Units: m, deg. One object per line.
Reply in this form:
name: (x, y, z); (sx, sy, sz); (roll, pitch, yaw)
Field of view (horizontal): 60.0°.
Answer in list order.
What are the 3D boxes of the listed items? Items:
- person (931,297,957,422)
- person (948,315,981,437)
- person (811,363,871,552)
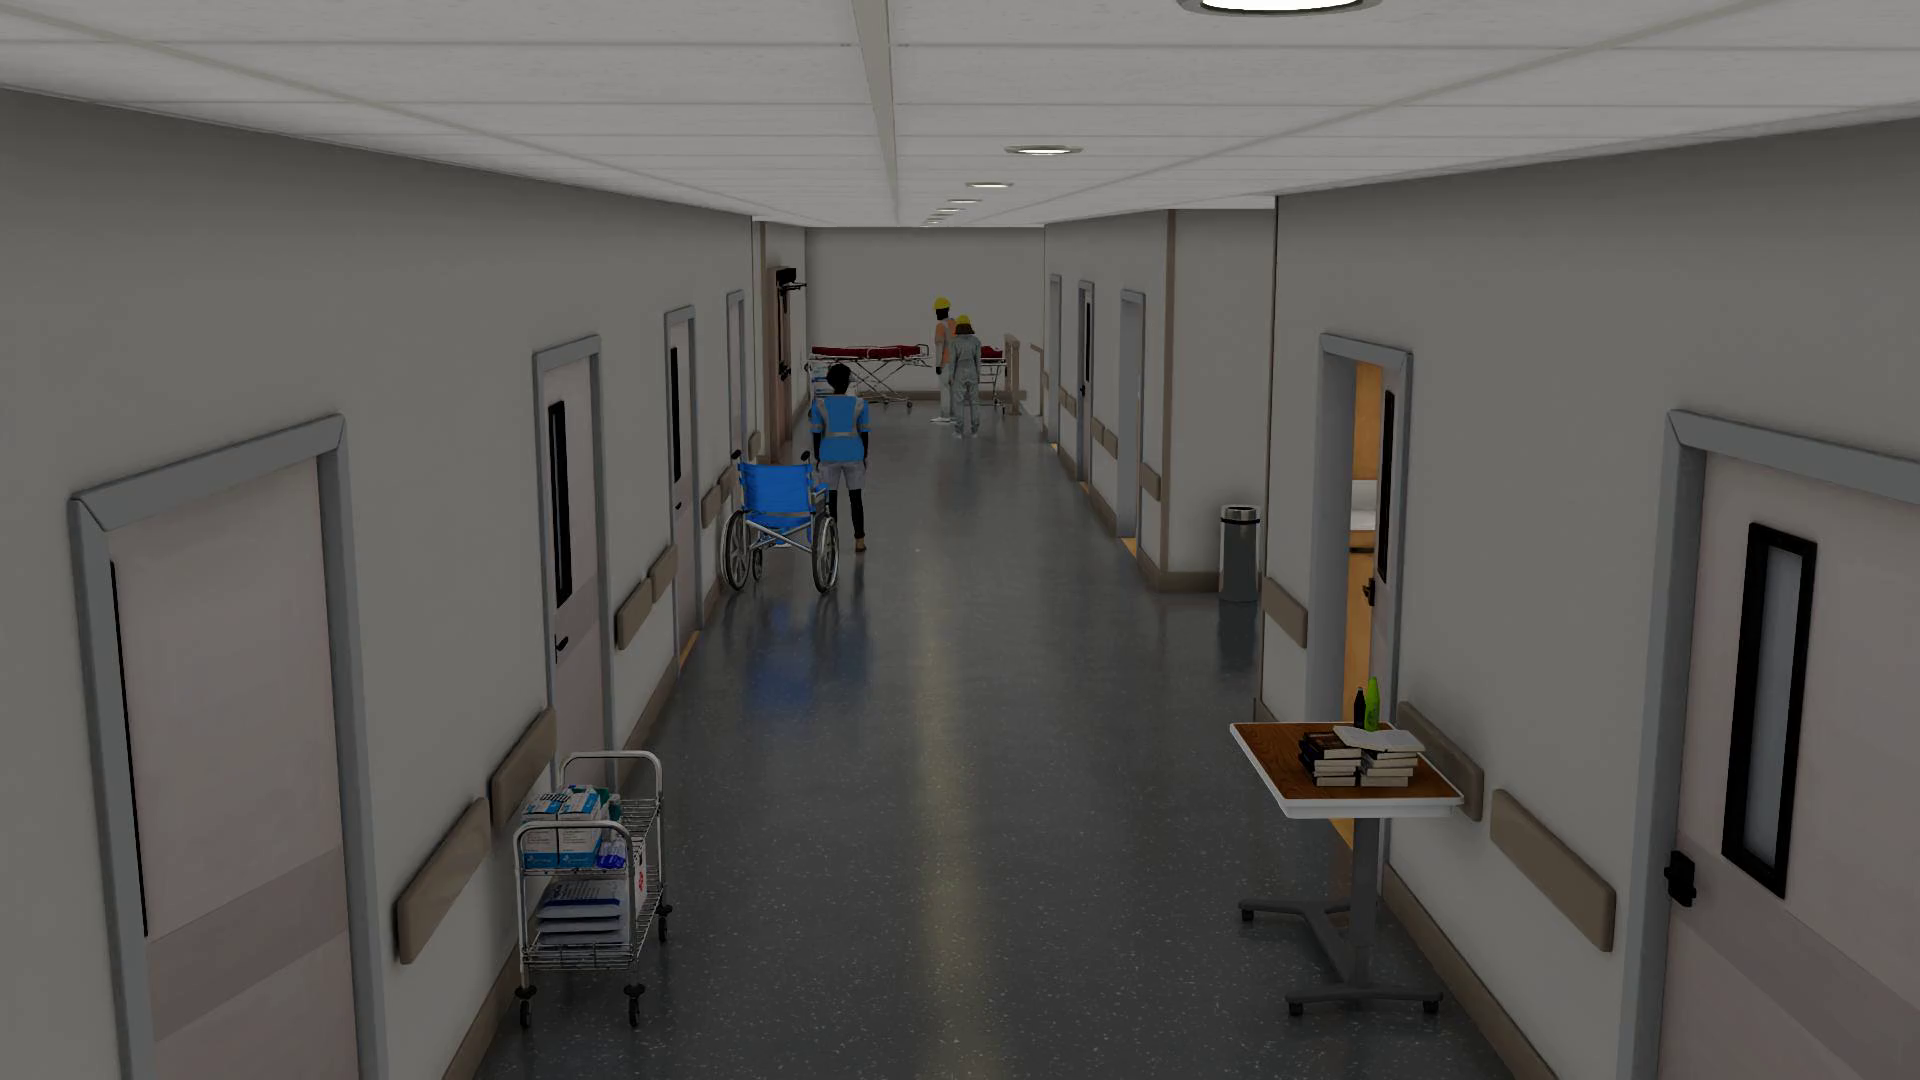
person: (-0.239, -2.774, 25.662); (0.393, 1.918, 0.585); (5, 11, 26)
person: (0.063, -2.338, 23.735); (0.484, 1.736, 0.306); (-3, 11, -17)
person: (-1.063, -0.725, 14.848); (0.536, 1.699, 0.322); (-1, 10, -8)
